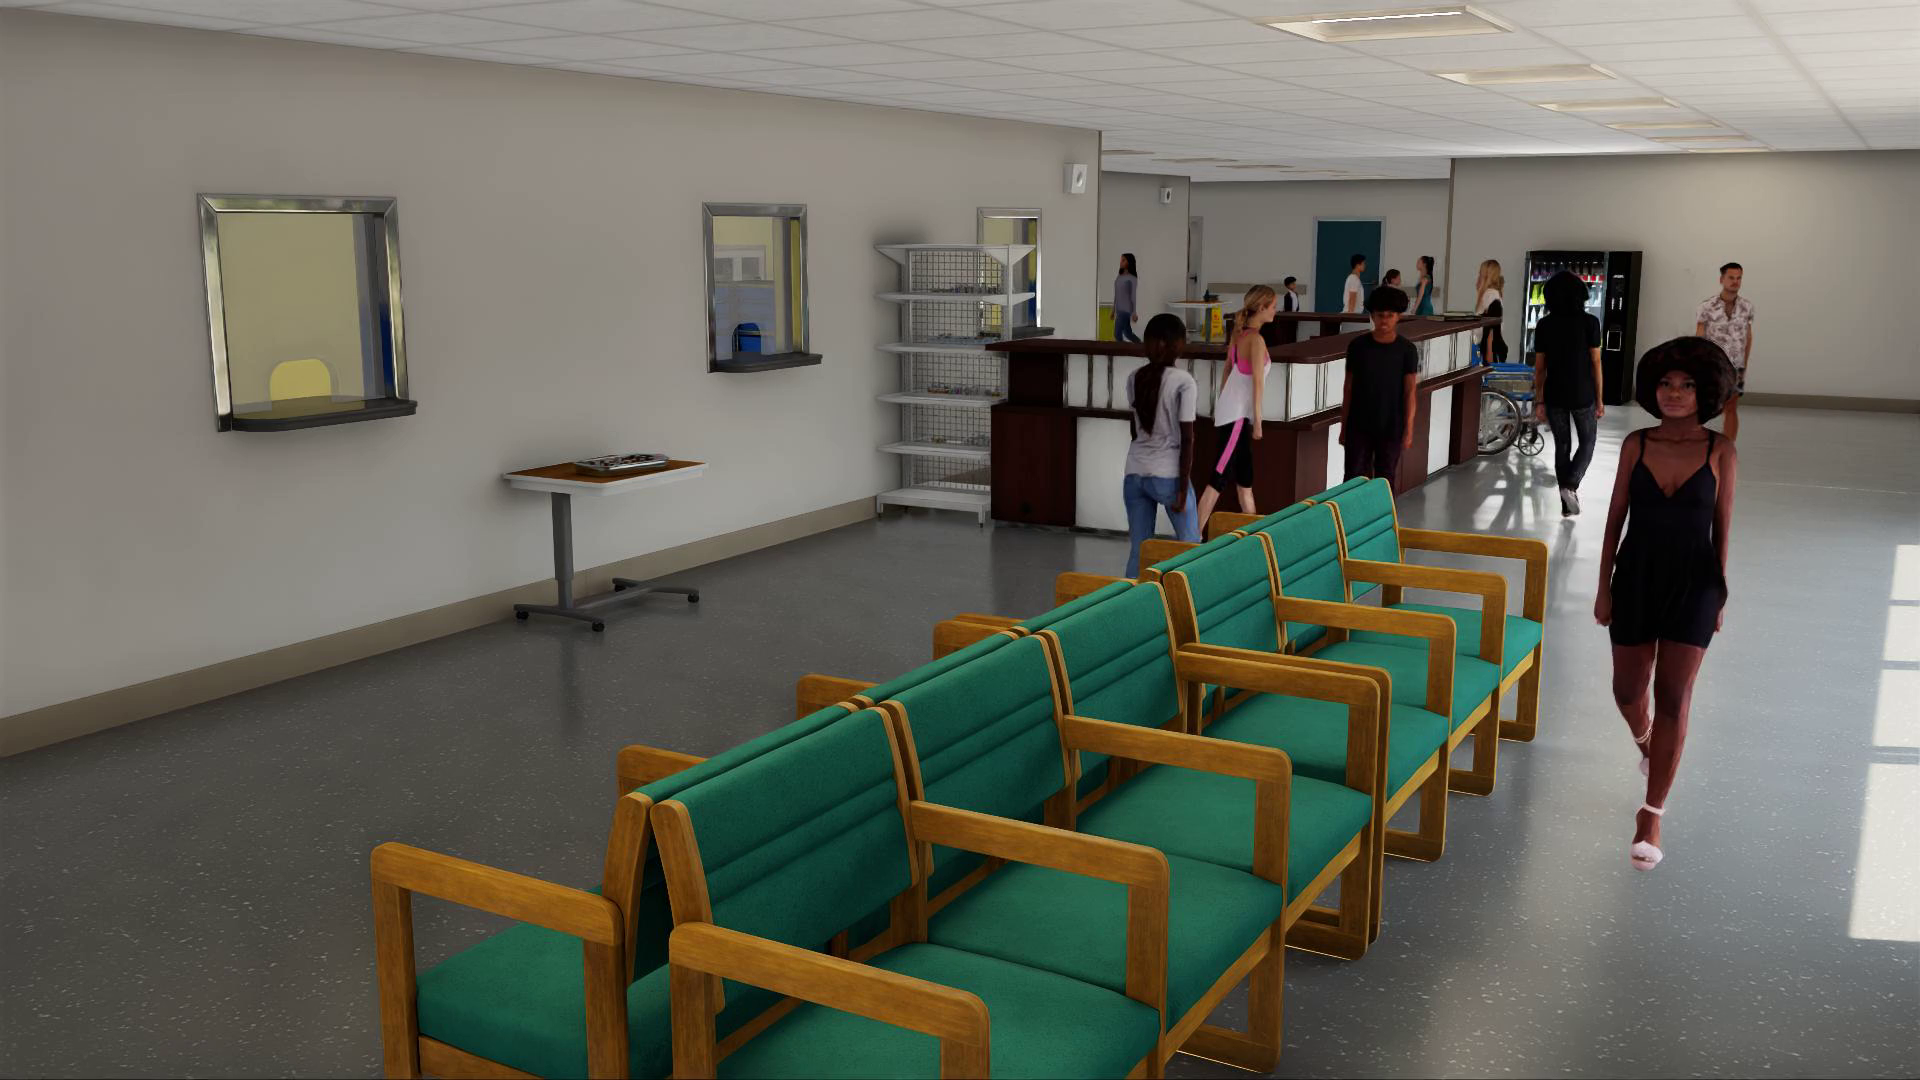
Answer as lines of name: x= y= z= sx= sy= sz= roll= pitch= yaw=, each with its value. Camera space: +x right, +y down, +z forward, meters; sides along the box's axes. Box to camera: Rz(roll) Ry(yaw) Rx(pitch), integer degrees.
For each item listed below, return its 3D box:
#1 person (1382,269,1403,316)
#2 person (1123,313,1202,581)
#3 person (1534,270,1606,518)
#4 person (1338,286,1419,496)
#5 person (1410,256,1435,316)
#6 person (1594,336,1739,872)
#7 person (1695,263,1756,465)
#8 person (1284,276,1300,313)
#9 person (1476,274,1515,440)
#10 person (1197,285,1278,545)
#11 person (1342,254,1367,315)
person: x=5.875 y=-2.917 z=22.711 sx=0.665 sy=1.558 sz=0.626 roll=-1 pitch=11 yaw=-4
person: x=0.944 y=-0.258 z=8.322 sx=0.847 sy=1.698 sz=0.697 roll=8 pitch=13 yaw=35
person: x=4.413 y=-1.043 z=12.119 sx=0.641 sy=1.813 sz=0.733 roll=7 pitch=13 yaw=34
person: x=2.717 y=-0.750 z=10.810 sx=1.095 sy=1.737 sz=0.880 roll=3 pitch=11 yaw=17
person: x=7.108 y=-3.437 z=25.184 sx=0.944 sy=1.659 sz=0.788 roll=0 pitch=11 yaw=2
person: x=2.429 y=0.203 z=5.724 sx=0.978 sy=1.762 sz=0.624 roll=6 pitch=12 yaw=29
person: x=6.872 y=-1.596 z=15.127 sx=1.160 sy=1.791 sz=0.955 roll=2 pitch=11 yaw=12
person: x=5.975 y=-4.128 z=30.269 sx=0.866 sy=1.120 sz=0.606 roll=9 pitch=14 yaw=40
person: x=5.440 y=-1.836 z=16.692 sx=0.861 sy=1.677 sz=0.767 roll=1 pitch=11 yaw=5
person: x=1.712 y=-0.749 z=10.775 sx=1.069 sy=1.748 sz=0.956 roll=-1 pitch=11 yaw=-7
person: x=5.663 y=-3.314 z=24.367 sx=1.158 sy=1.691 sz=0.957 roll=0 pitch=11 yaw=0
